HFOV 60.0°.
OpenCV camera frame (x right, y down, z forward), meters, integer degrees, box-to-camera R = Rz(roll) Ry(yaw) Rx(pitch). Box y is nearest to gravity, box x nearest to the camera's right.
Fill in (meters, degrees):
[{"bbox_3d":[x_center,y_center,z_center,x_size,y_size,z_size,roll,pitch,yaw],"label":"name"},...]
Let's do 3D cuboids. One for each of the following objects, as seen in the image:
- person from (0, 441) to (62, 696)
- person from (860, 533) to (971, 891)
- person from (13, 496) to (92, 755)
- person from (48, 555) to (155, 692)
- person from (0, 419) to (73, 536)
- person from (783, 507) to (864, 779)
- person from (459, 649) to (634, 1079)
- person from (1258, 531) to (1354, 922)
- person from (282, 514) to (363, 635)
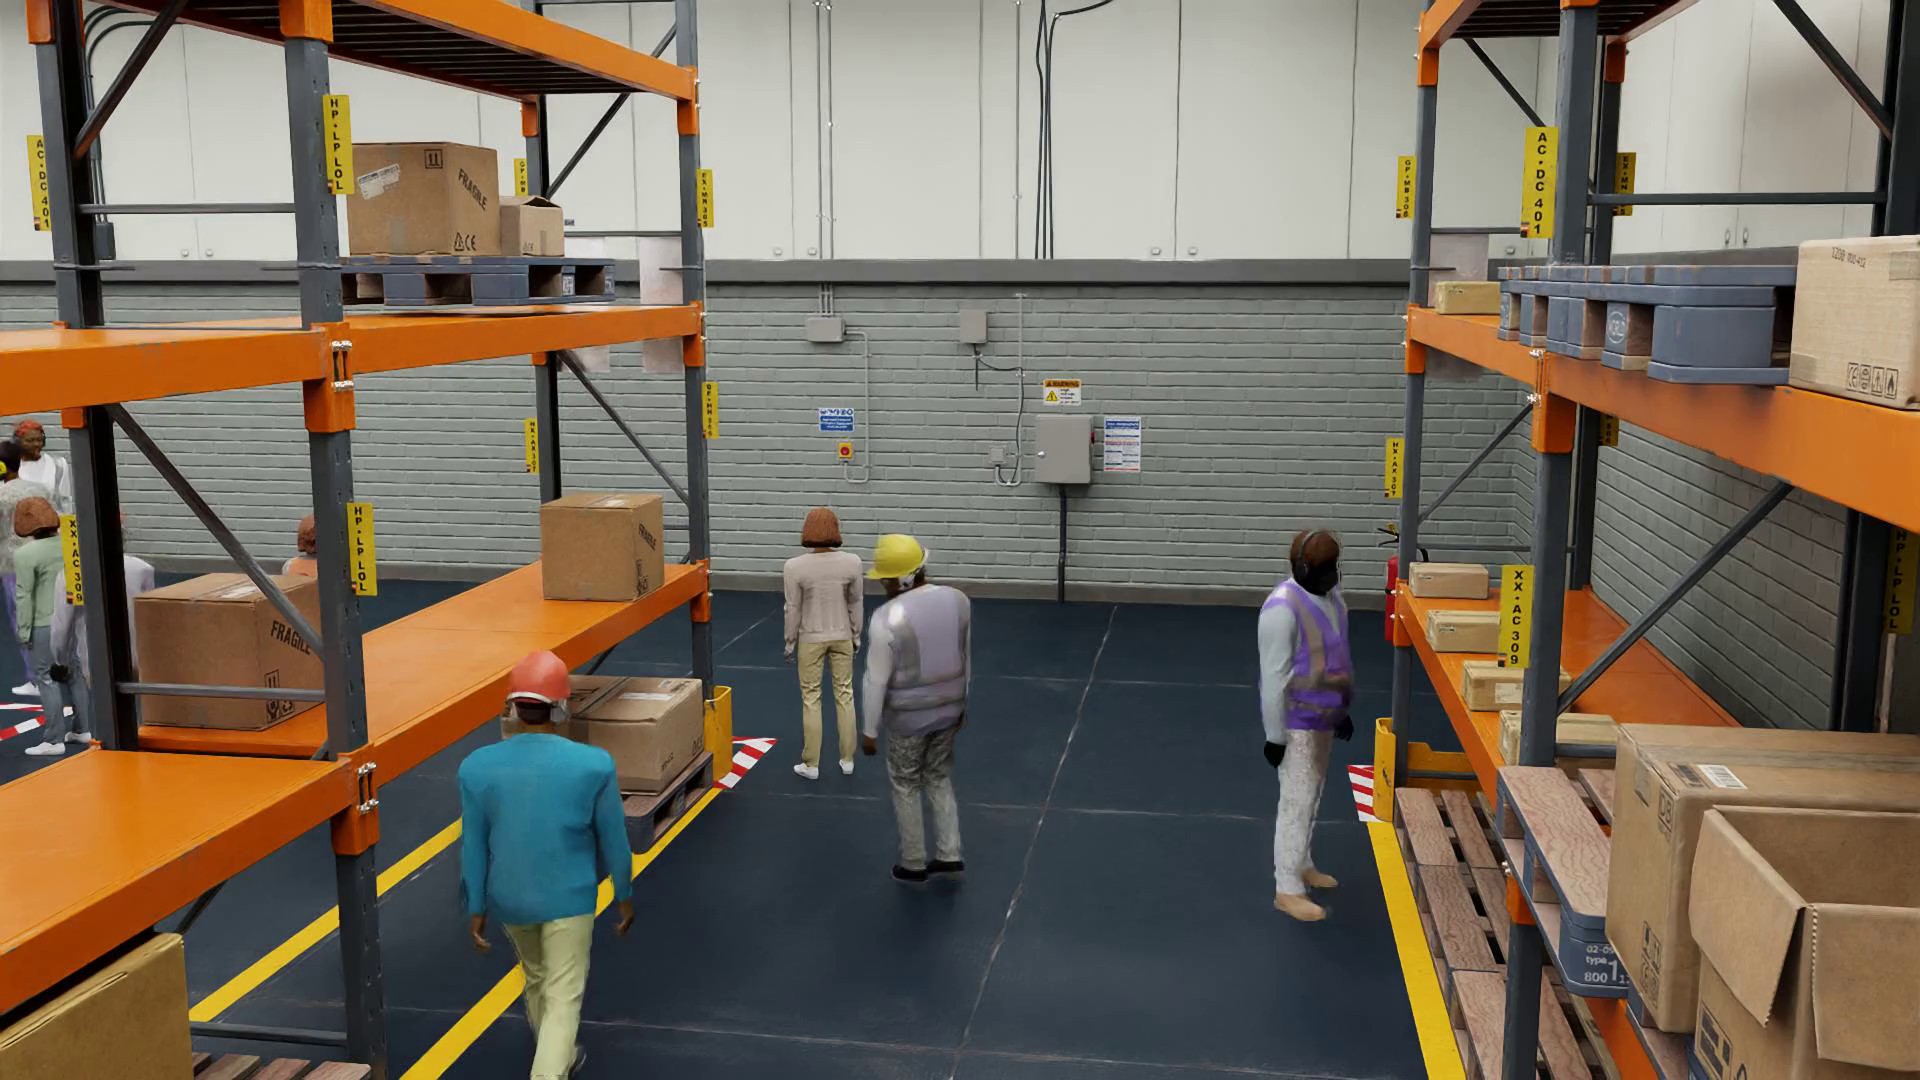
[{"bbox_3d":[-6.696,0.213,11.805,0.409,1.844,0.506,3,10,18],"label":"person"},{"bbox_3d":[-0.200,0.842,8.068,0.630,1.791,0.412,-7,12,-38],"label":"person"},{"bbox_3d":[-5.740,0.534,10.481,0.277,1.626,0.502,1,9,9],"label":"person"},{"bbox_3d":[-4.867,0.655,9.430,0.670,1.718,0.552,4,10,25],"label":"person"},{"bbox_3d":[-7.300,-0.021,13.169,0.566,1.861,0.606,9,13,43],"label":"person"},{"bbox_3d":[-0.817,0.615,9.957,0.500,1.633,0.279,-4,10,-23],"label":"person"},{"bbox_3d":[-1.460,1.236,5.857,0.573,1.718,0.860,1,9,4],"label":"person"},{"bbox_3d":[1.660,0.861,7.944,0.449,1.833,0.668,6,11,34],"label":"person"},{"bbox_3d":[-3.701,0.654,9.693,0.516,1.641,0.308,3,10,19],"label":"person"}]
